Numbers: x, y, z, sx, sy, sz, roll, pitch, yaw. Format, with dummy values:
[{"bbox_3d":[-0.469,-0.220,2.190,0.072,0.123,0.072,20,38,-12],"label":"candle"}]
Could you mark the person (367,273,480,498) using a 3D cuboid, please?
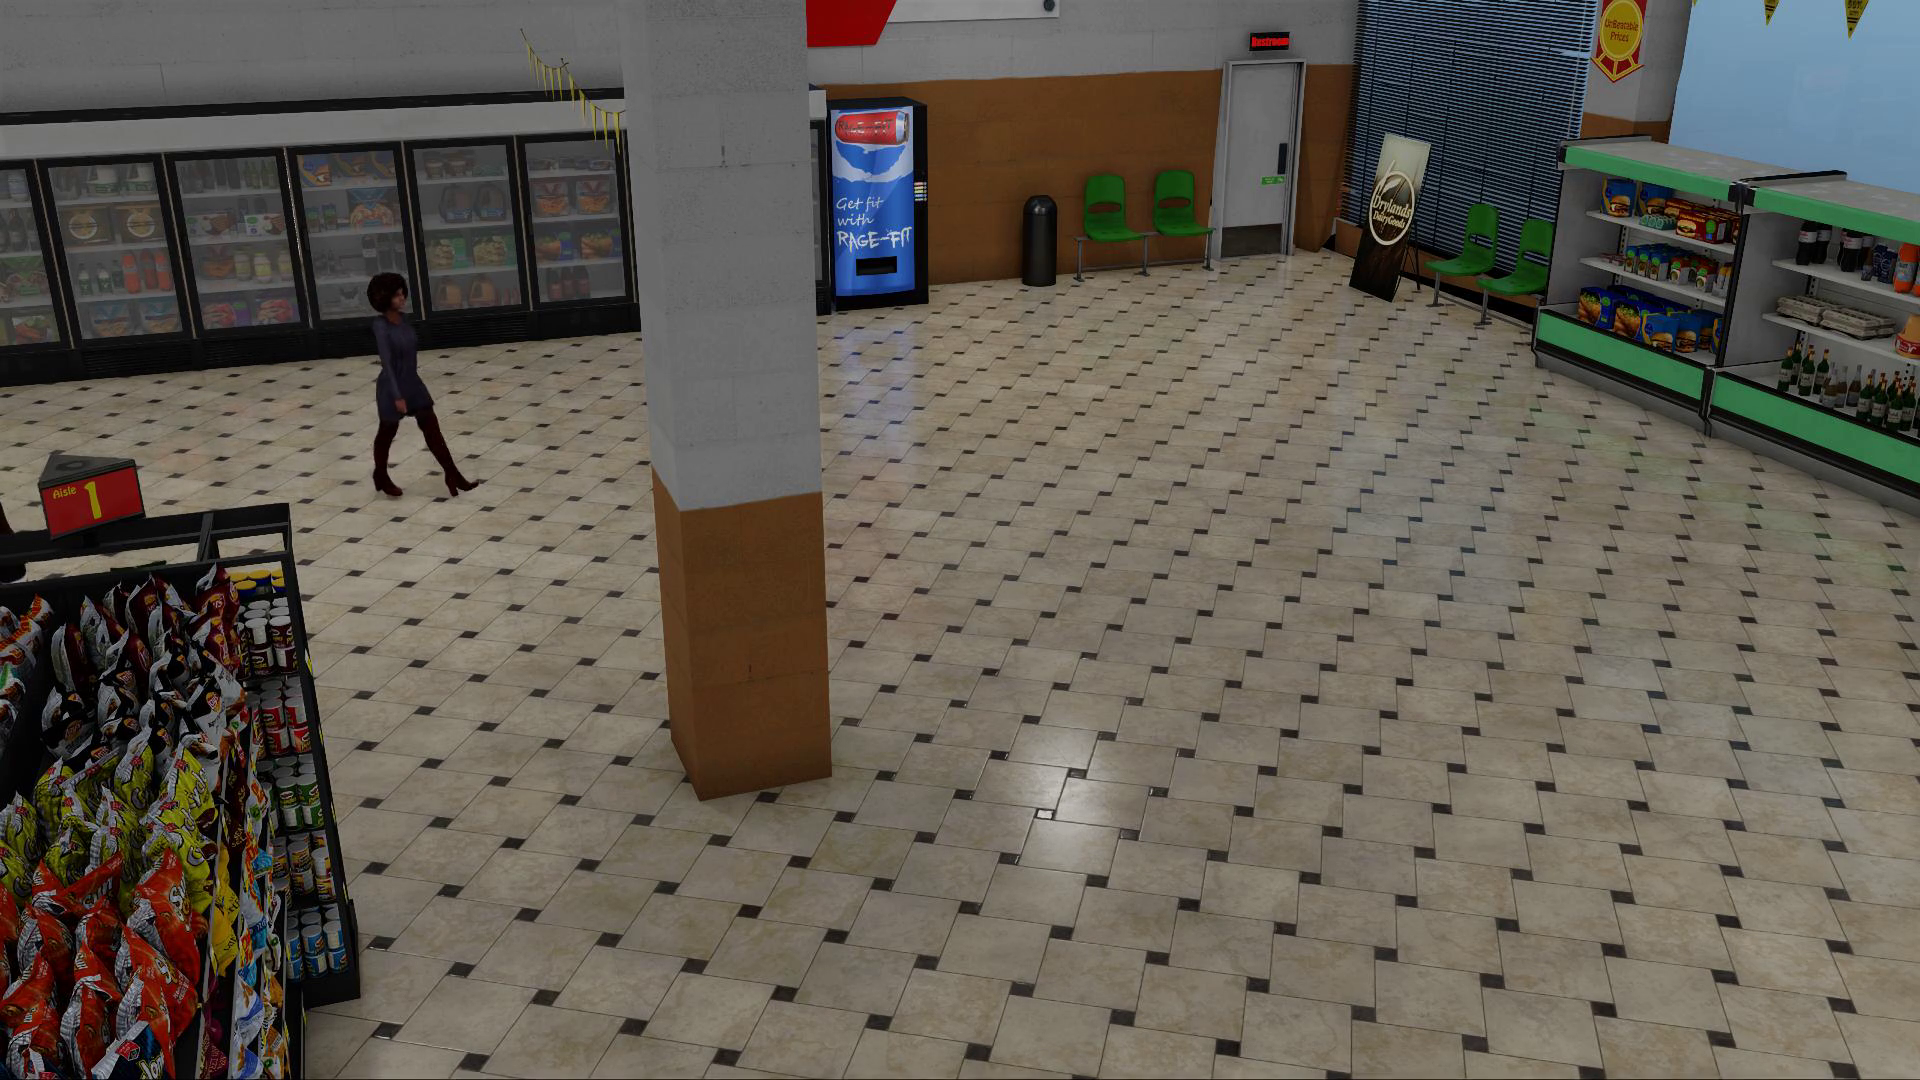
[{"bbox_3d":[-4.127,-1.069,12.010,1.058,1.671,1.087,6,23,14],"label":"person"}]
